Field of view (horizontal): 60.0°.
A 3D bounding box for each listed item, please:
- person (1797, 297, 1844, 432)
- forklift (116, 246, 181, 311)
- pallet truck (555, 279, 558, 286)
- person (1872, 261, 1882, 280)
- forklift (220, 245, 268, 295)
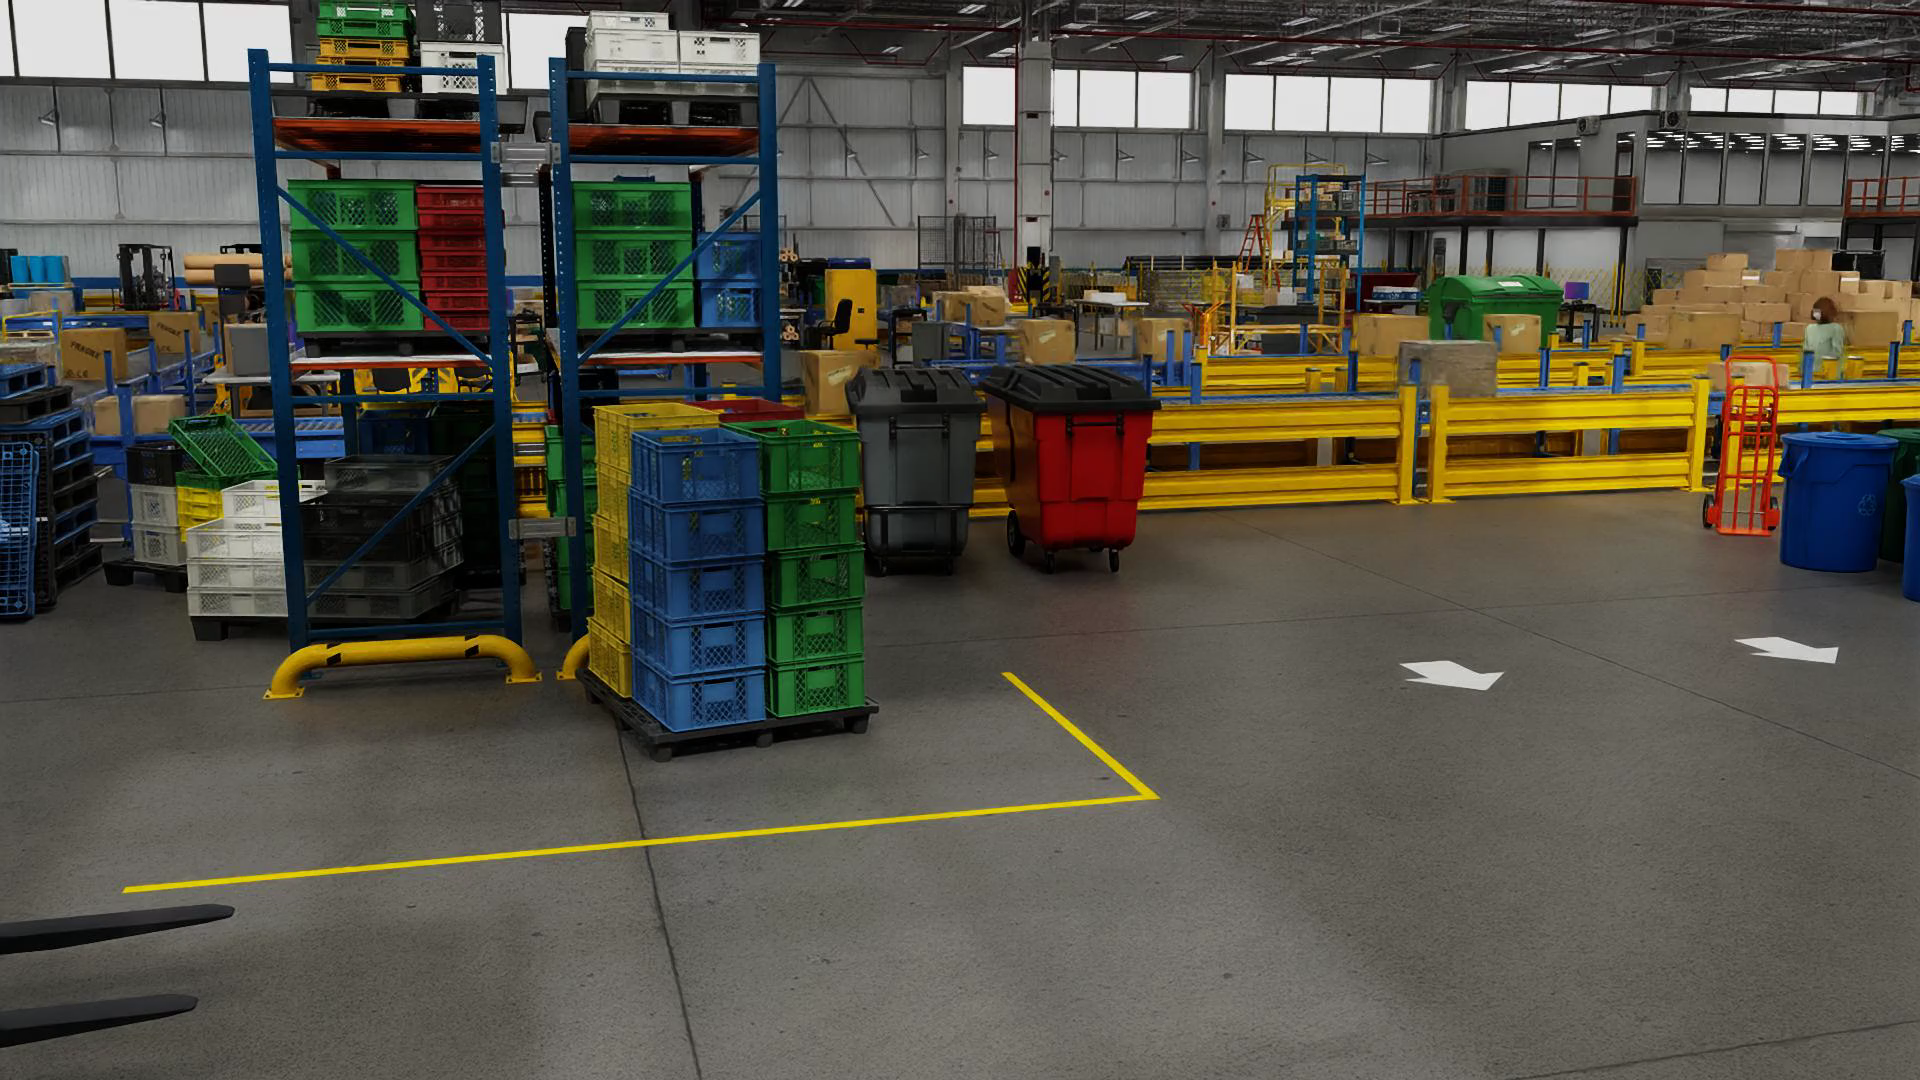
[{"bbox_3d":[9.184,-1.785,17.687,0.817,1.601,0.509,-2,10,-14],"label":"person"},{"bbox_3d":[-19.966,-6.232,40.894,1.157,1.987,2.680,-3,10,-15],"label":"forklift"},{"bbox_3d":[-10.604,-6.375,44.520,0.653,1.274,1.630,-3,10,-15],"label":"pallet truck"},{"bbox_3d":[23.186,-6.178,42.095,0.326,1.767,0.533,7,12,34],"label":"person"},{"bbox_3d":[-17.749,-6.334,41.440,1.157,1.987,2.680,-3,10,-17],"label":"forklift"}]
